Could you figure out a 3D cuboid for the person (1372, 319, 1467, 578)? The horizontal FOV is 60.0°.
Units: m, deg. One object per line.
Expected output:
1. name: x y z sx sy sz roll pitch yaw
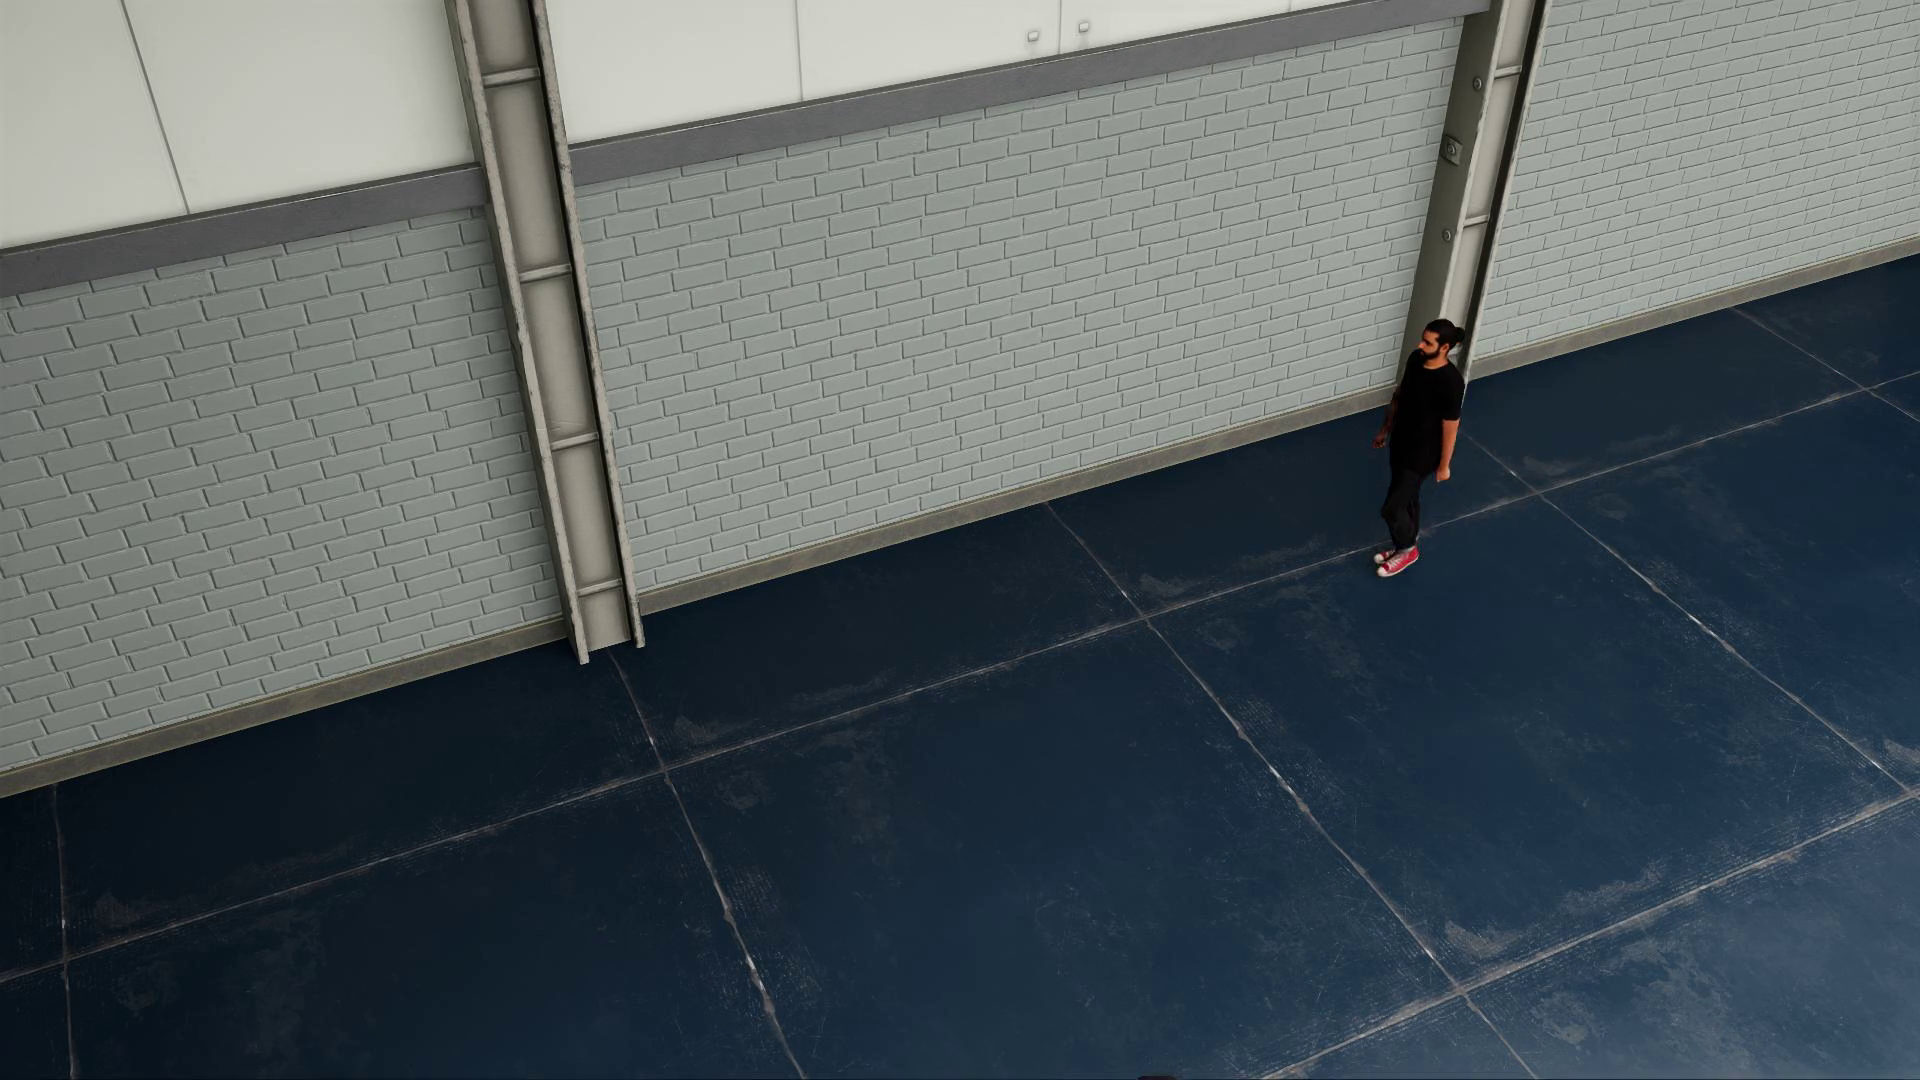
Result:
1. person: 2.791 -0.562 9.926 0.679 1.746 0.686 -9 39 -11
